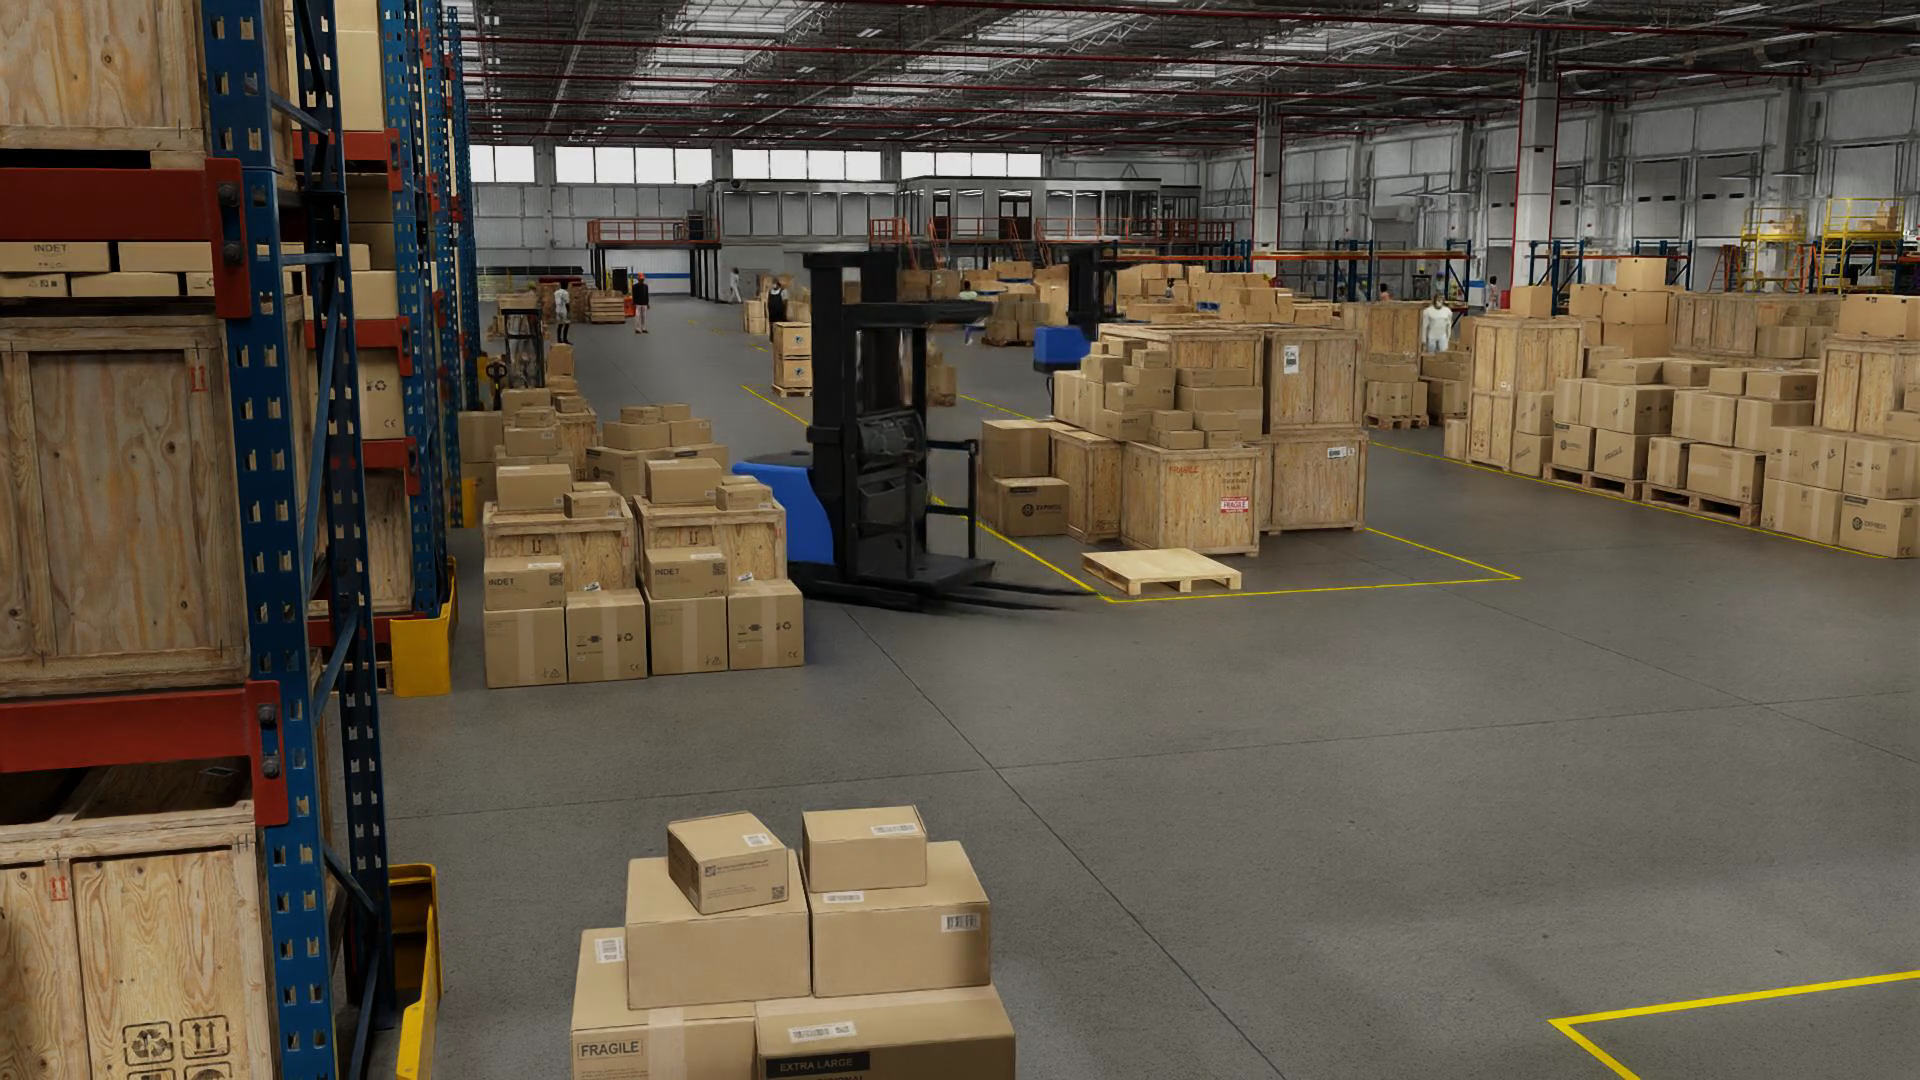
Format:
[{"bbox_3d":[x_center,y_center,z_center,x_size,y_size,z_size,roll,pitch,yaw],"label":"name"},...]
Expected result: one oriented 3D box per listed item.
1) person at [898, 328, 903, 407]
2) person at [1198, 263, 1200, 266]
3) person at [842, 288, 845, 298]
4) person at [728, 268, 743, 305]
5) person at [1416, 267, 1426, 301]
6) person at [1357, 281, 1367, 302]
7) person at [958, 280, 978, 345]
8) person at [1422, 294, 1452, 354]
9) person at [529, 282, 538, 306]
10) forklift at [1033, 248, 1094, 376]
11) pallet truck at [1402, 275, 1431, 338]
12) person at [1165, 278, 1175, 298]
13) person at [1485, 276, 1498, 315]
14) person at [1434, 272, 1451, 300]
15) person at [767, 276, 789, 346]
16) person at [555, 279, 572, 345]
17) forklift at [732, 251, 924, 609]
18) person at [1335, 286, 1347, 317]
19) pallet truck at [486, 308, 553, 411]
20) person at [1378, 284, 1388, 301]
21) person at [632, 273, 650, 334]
[{"bbox_3d":[-0.921,-1.921,21.905,0.625,1.877,0.662,0,10,-1],"label":"person"},{"bbox_3d":[13.018,-14.157,90.838,0.612,1.997,0.376,-4,11,-20],"label":"person"},{"bbox_3d":[-4.011,-7.631,54.213,0.564,1.889,1.007,-2,10,-14],"label":"person"},{"bbox_3d":[-11.017,-12.428,81.547,0.985,1.826,0.599,3,11,18],"label":"person"},{"bbox_3d":[20.943,-11.433,75.642,0.381,1.917,0.585,-8,13,-37],"label":"person"},{"bbox_3d":[13.908,-8.098,57.386,0.911,1.697,0.490,-1,10,-7],"label":"person"},{"bbox_3d":[0.237,-6.587,48.292,0.597,1.895,0.807,-3,10,-17],"label":"person"},{"bbox_3d":[9.904,-4.155,34.531,0.636,1.885,0.923,0,10,-1],"label":"person"},{"bbox_3d":[-13.436,-7.261,52.480,0.468,1.751,0.548,-2,10,-11],"label":"person"},{"bbox_3d":[2.658,-5.101,37.055,1.873,2.768,1.129,-3,10,-15],"label":"forklift"},{"bbox_3d":[14.620,-7.324,52.145,0.823,1.965,1.885,8,13,40],"label":"pallet truck"},{"bbox_3d":[6.745,-7.500,53.506,0.329,1.871,0.513,2,10,13],"label":"person"},{"bbox_3d":[18.806,-8.416,58.815,0.631,1.836,0.430,-9,13,-41],"label":"person"},{"bbox_3d":[18.502,-9.314,63.753,0.391,1.879,0.728,-7,12,-34],"label":"person"},{"bbox_3d":[-5.270,-6.636,48.129,0.681,2.000,0.864,2,10,12],"label":"person"},{"bbox_3d":[-11.499,-6.609,48.223,0.622,1.951,0.377,9,14,42],"label":"person"},{"bbox_3d":[-0.880,-0.977,13.707,1.873,2.768,1.129,6,12,29],"label":"forklift"},{"bbox_3d":[10.454,-6.098,45.809,0.990,1.790,0.526,-3,10,-15],"label":"person"},{"bbox_3d":[-6.242,-2.418,24.362,0.823,1.965,1.885,1,10,3],"label":"pallet truck"},{"bbox_3d":[13.857,-7.529,54.239,0.822,1.669,0.532,7,12,34],"label":"person"},{"bbox_3d":[-10.510,-7.801,54.852,0.610,1.996,0.386,-10,14,-44],"label":"person"}]
